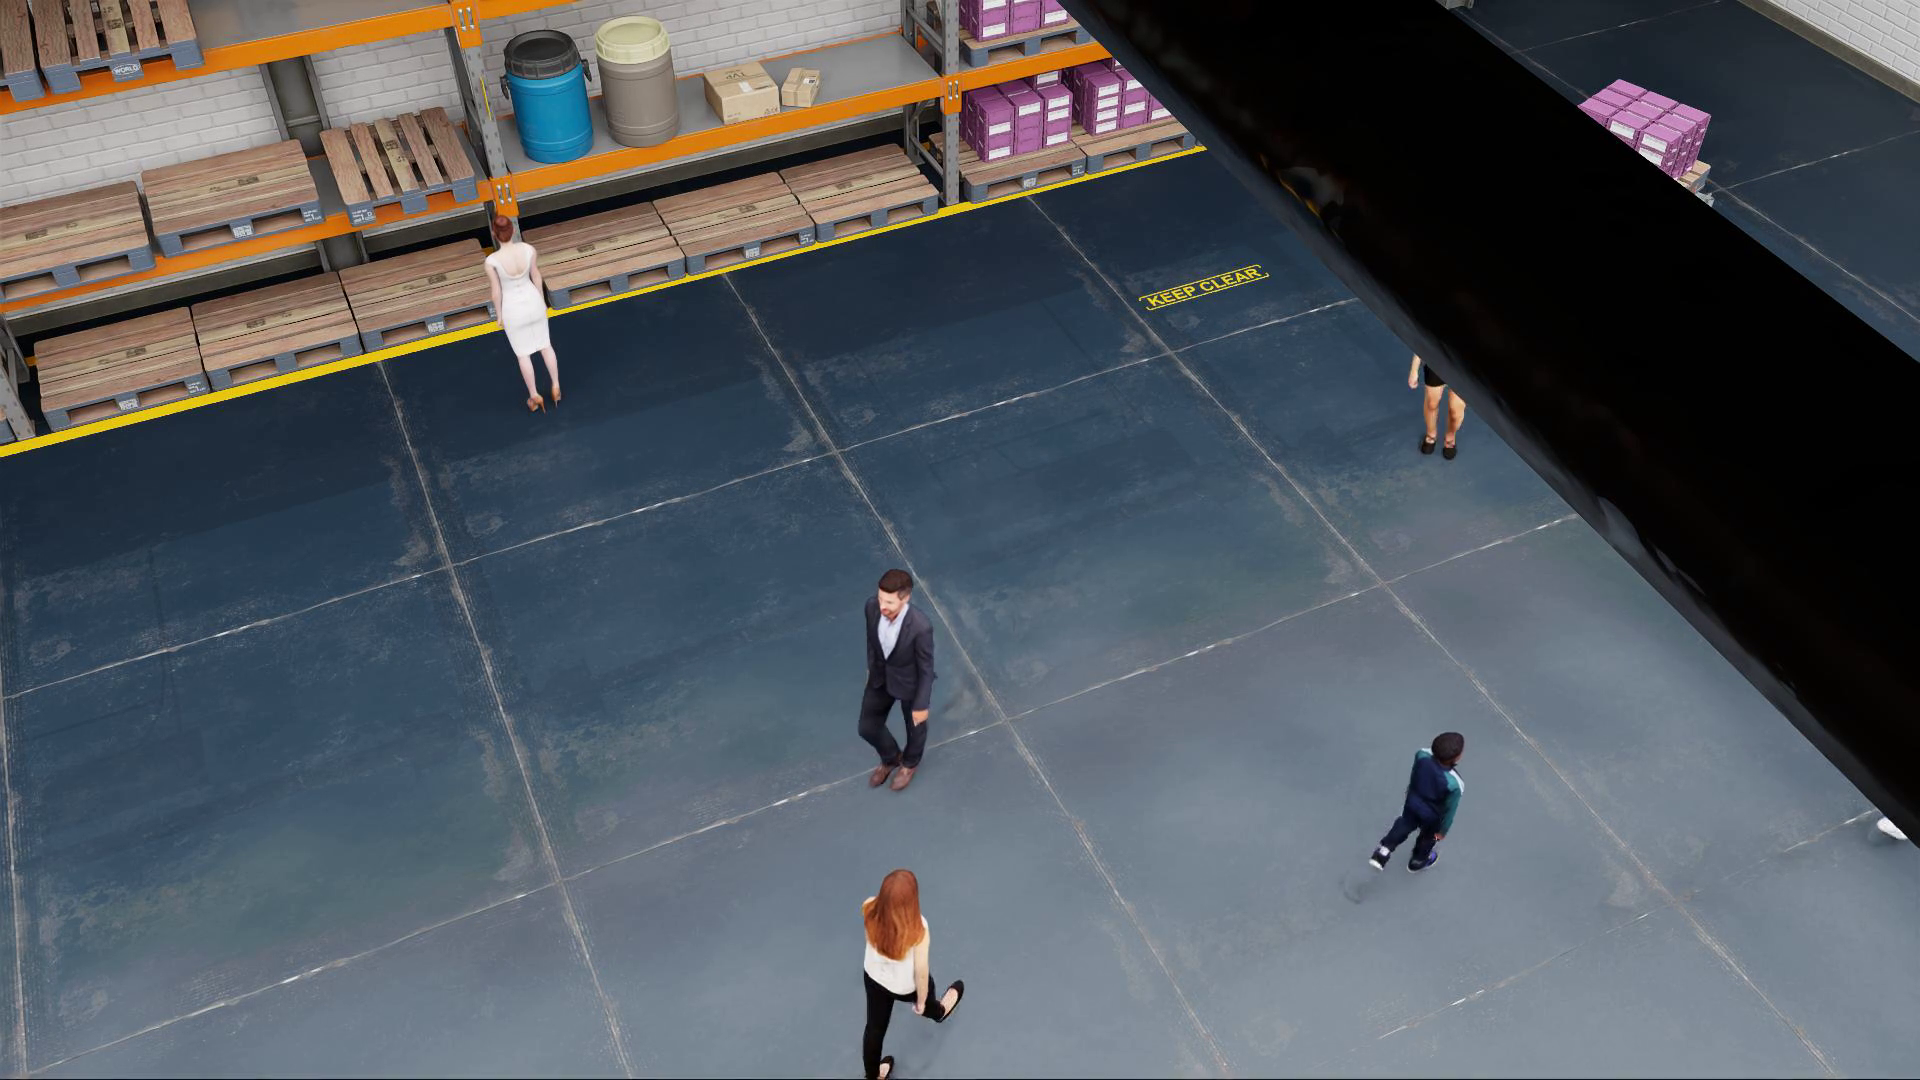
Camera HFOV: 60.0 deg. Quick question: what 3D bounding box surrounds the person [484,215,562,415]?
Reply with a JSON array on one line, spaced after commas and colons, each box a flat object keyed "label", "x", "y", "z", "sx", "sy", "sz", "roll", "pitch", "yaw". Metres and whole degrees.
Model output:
[{"label": "person", "x": -3.343, "y": -1.731, "z": 12.722, "sx": 0.468, "sy": 1.792, "sz": 0.650, "roll": -24, "pitch": 49, "yaw": -23}]

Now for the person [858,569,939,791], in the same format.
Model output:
[{"label": "person", "x": -0.316, "y": 0.796, "z": 10.026, "sx": 0.801, "sy": 1.853, "sz": 0.841, "roll": 23, "pitch": 48, "yaw": 22}]

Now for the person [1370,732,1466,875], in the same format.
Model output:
[{"label": "person", "x": 2.673, "y": 1.557, "z": 9.669, "sx": 0.747, "sy": 1.243, "sz": 0.574, "roll": -26, "pitch": 49, "yaw": -24}]

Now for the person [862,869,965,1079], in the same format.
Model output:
[{"label": "person", "x": -0.375, "y": 2.311, "z": 8.558, "sx": 0.961, "sy": 1.684, "sz": 1.117, "roll": 22, "pitch": 48, "yaw": 21}]
